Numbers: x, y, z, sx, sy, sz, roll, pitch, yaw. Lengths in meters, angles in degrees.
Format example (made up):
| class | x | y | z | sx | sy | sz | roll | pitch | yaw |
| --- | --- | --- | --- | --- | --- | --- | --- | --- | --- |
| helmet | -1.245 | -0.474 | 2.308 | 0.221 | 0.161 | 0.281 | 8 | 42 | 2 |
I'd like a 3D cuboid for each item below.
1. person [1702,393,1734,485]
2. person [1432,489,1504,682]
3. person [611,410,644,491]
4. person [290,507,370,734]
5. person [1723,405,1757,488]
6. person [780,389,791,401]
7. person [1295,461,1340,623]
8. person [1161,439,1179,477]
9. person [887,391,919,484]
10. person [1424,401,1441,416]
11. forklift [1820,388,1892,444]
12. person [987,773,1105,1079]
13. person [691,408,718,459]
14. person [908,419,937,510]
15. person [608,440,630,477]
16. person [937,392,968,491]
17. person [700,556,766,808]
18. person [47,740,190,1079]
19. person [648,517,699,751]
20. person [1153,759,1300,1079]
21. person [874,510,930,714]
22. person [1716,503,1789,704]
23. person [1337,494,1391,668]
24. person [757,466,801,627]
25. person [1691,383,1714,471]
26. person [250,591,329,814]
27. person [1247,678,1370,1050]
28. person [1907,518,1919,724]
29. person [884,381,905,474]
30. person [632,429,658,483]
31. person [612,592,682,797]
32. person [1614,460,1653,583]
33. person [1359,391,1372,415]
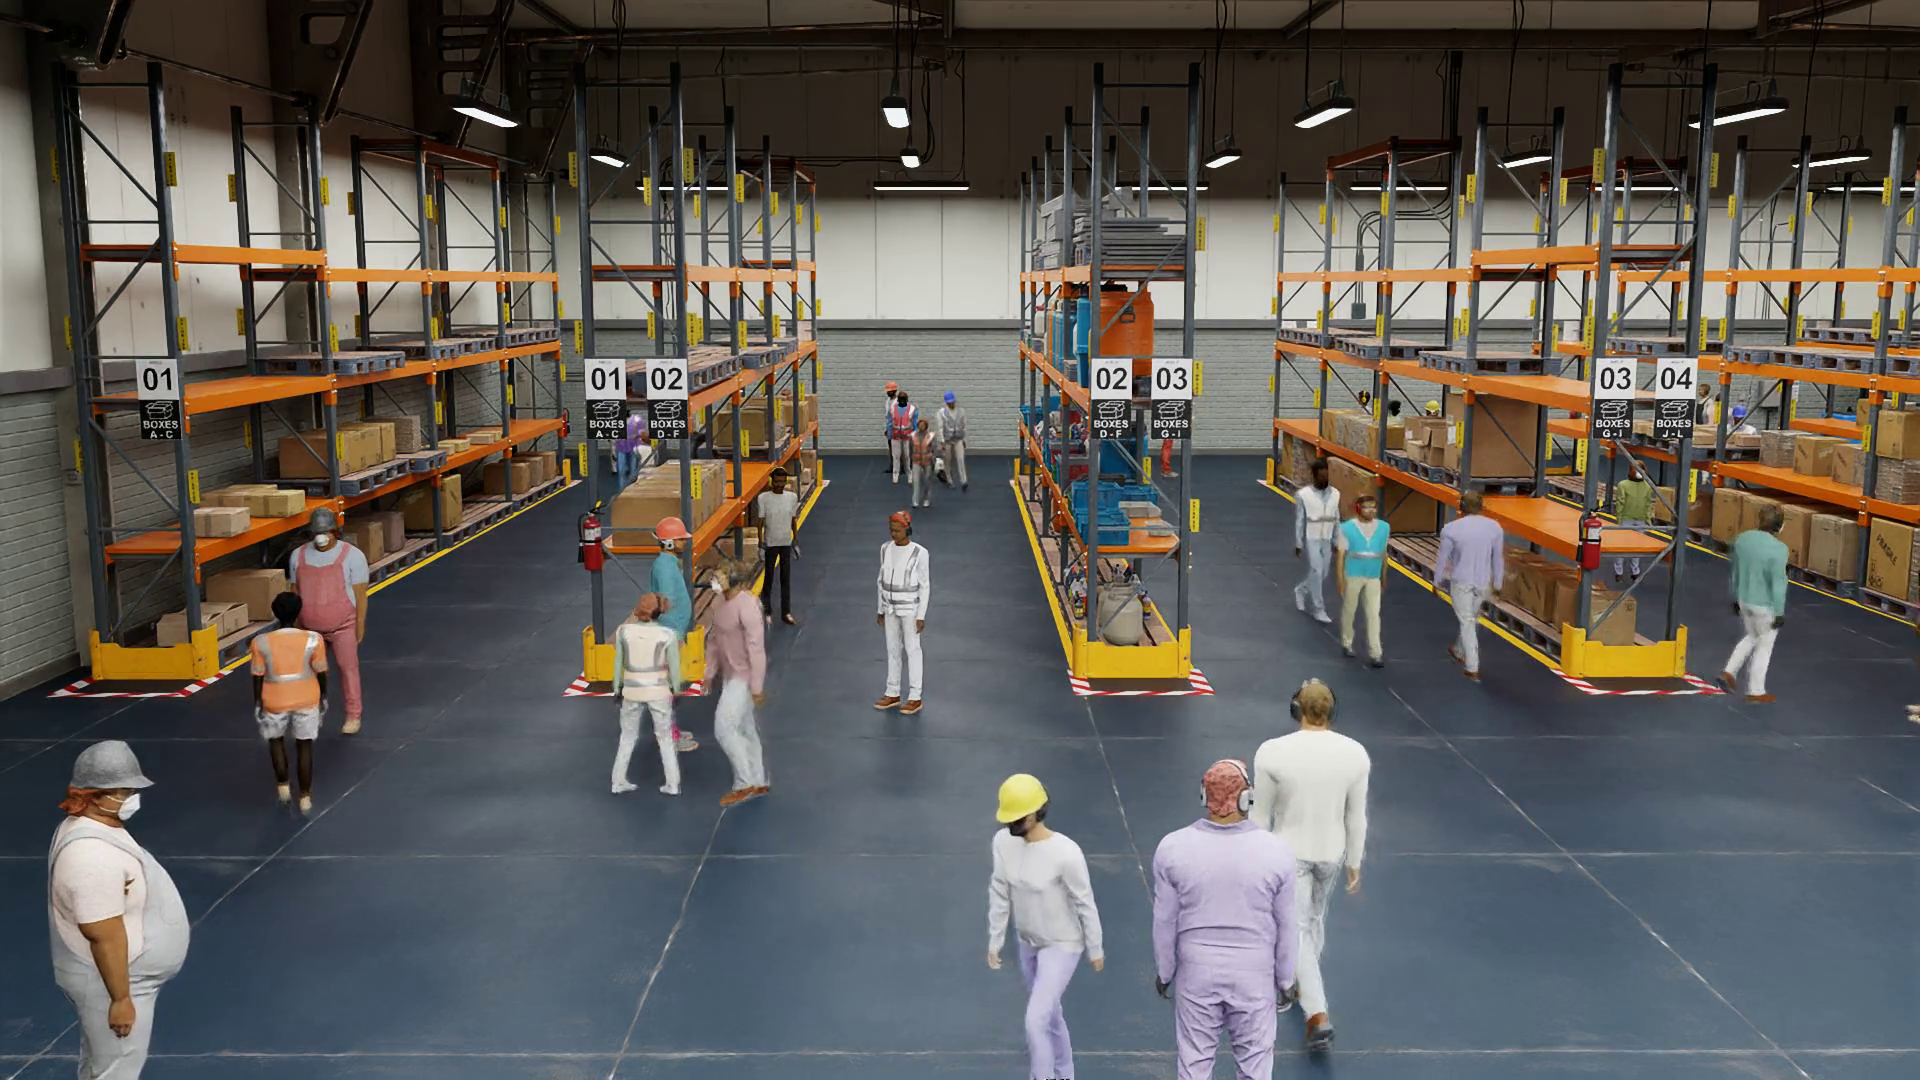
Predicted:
| class | x | y | z | sx | sy | sz | roll | pitch | yaw |
| --- | --- | --- | --- | --- | --- | --- | --- | --- | --- |
| person | 14.823 | -1.969 | 32.501 | 0.431 | 1.835 | 0.622 | -8 | 12 | -41 |
| person | 5.097 | 0.427 | 16.854 | 0.660 | 1.892 | 0.976 | -1 | 9 | -9 |
| person | -6.005 | -1.611 | 30.010 | 0.605 | 1.874 | 0.894 | -1 | 9 | -5 |
| person | -5.562 | 0.702 | 14.629 | 0.681 | 2.000 | 0.535 | 0 | 9 | 0 |
| person | 12.871 | -1.268 | 27.605 | 0.615 | 1.942 | 0.407 | 3 | 9 | 20 |
| person | -3.785 | -2.477 | 36.364 | 0.310 | 1.638 | 0.523 | 2 | 9 | 14 |
| person | 4.203 | -0.011 | 19.696 | 0.595 | 1.897 | 0.791 | -4 | 10 | -23 |
| person | 4.288 | -2.287 | 34.001 | 0.383 | 1.996 | 0.609 | 0 | 9 | 0 |
| person | -1.127 | -2.008 | 32.749 | 0.618 | 1.836 | 0.431 | 1 | 9 | 6 |
| person | 8.542 | -1.619 | 30.225 | 0.404 | 1.829 | 0.600 | -2 | 9 | -14 |
| forklift | 20.072 | -3.110 | 36.462 | 1.873 | 2.768 | 1.129 | 0 | 9 | 0 |
| person | 0.367 | 1.916 | 7.825 | 0.532 | 1.726 | 0.529 | -8 | 12 | -42 |
| person | -5.038 | -2.176 | 33.432 | 0.946 | 1.934 | 0.767 | 1 | 9 | 4 |
| person | -0.660 | -1.334 | 29.159 | 0.523 | 1.580 | 0.875 | 1 | 9 | 9 |
| person | -6.991 | -2.201 | 34.039 | 0.403 | 1.817 | 0.596 | 7 | 11 | 39 |
| person | -0.109 | -1.861 | 31.584 | 0.620 | 1.895 | 0.974 | -2 | 9 | -15 |
| person | -1.721 | 1.076 | 12.624 | 0.593 | 1.921 | 0.634 | -4 | 10 | -25 |
| person | -3.633 | 1.853 | 7.222 | 0.536 | 2.000 | 0.684 | -6 | 11 | -33 |
| person | -2.458 | 0.793 | 14.188 | 0.379 | 1.996 | 0.610 | -2 | 9 | -15 |
| person | 1.175 | 1.903 | 7.357 | 0.636 | 1.903 | 0.405 | 2 | 9 | 12 |
| person | -0.542 | 0.662 | 15.392 | 0.574 | 1.884 | 0.356 | 7 | 11 | 37 |
| person | 7.505 | 0.605 | 15.631 | 0.481 | 1.921 | 0.651 | -2 | 9 | -15 |
| person | 4.204 | 0.405 | 17.327 | 0.580 | 1.791 | 0.992 | -1 | 9 | -5 |
| person | -2.099 | 0.070 | 19.267 | 0.512 | 1.865 | 0.329 | -4 | 10 | -26 |
| person | 15.663 | -2.379 | 35.076 | 0.331 | 1.844 | 0.520 | -1 | 9 | -3 |
| person | -5.025 | 1.211 | 12.510 | 0.549 | 1.675 | 0.521 | -4 | 10 | -23 |
| person | 1.858 | 1.682 | 8.789 | 0.633 | 1.911 | 0.935 | -2 | 9 | -11 |
| person | 8.787 | 0.657 | 14.990 | 0.631 | 2.024 | 0.474 | -7 | 11 | -39 |
| person | -1.391 | -2.321 | 34.462 | 0.400 | 1.927 | 0.542 | -8 | 12 | -41 |
| person | -4.991 | -0.974 | 26.717 | 0.540 | 1.621 | 0.373 | -2 | 9 | -10 |
| person | -2.421 | 1.195 | 12.810 | 0.561 | 1.619 | 0.334 | 1 | 9 | 8 |
| person | 8.926 | -0.246 | 22.031 | 0.498 | 1.634 | 0.284 | -1 | 9 | -4 |
| person | 7.841 | -1.963 | 32.313 | 0.328 | 1.874 | 0.517 | 3 | 9 | 16 |
